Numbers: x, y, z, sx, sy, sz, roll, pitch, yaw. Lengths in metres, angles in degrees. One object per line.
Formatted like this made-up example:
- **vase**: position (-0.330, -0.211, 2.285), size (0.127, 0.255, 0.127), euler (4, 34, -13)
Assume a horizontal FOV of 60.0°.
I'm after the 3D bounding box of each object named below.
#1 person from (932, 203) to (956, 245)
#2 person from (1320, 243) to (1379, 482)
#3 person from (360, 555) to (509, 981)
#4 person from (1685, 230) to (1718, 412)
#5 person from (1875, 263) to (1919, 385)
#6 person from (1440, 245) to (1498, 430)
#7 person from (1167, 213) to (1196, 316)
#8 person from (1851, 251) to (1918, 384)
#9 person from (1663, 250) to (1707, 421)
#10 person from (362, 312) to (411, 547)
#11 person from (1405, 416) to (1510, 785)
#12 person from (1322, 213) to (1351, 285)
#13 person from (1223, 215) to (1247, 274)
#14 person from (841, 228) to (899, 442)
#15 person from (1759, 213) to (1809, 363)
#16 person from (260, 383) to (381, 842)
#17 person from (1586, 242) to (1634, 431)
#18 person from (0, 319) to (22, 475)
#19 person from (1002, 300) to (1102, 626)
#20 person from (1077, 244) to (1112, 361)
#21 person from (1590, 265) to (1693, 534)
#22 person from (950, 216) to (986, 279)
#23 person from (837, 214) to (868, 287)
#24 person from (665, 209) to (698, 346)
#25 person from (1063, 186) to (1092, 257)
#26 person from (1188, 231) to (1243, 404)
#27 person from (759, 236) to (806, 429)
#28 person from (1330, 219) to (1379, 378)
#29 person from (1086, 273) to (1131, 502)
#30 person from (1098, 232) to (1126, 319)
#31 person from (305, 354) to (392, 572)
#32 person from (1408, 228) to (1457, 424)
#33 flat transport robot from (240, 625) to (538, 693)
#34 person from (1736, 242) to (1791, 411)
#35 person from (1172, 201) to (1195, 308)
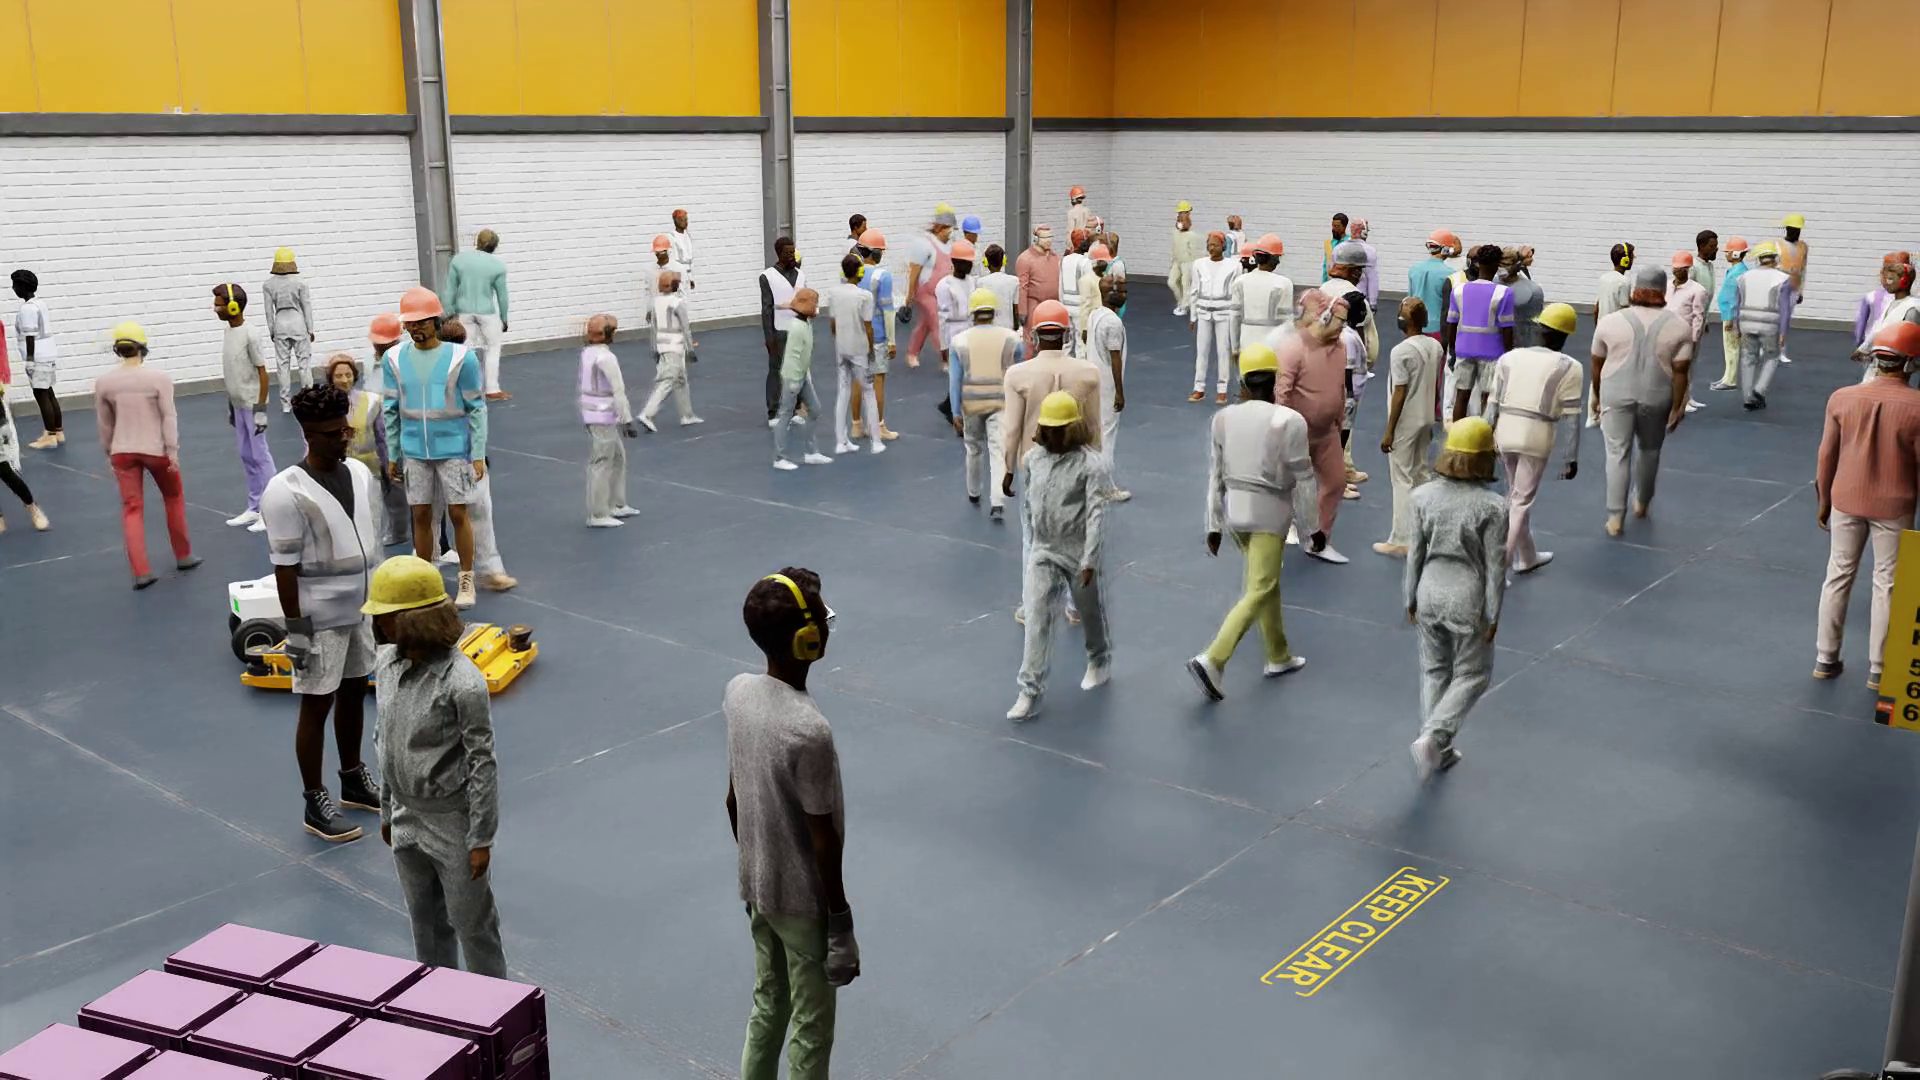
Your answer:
- **person**: position (-0.252, -4.228, 25.492), size (0.404, 1.830, 0.602), euler (0, 14, 1)
- **person**: position (3.323, -1.531, 14.290), size (0.536, 2.000, 0.688), euler (-4, 15, -16)
- **person**: position (-1.658, 0.890, 5.221), size (0.492, 1.742, 0.321), euler (9, 17, 32)
- **person**: position (7.857, -2.349, 17.808), size (0.398, 1.920, 0.590), euler (13, 19, 41)
- **person**: position (8.158, -1.483, 14.496), size (0.372, 1.843, 0.570), euler (3, 14, 11)
- **person**: position (5.103, -2.009, 16.602), size (0.627, 1.847, 0.429), euler (0, 14, 0)
- **person**: position (3.533, -4.395, 26.569), size (0.342, 1.617, 0.529), euler (-12, 18, -39)
- **person**: position (8.770, -1.779, 15.635), size (0.508, 1.863, 0.590), euler (13, 19, 43)
- **person**: position (7.380, -2.111, 17.193), size (0.332, 1.750, 0.563), euler (-9, 17, -32)
- **person**: position (-4.117, -0.788, 11.984), size (0.598, 1.725, 0.370), euler (12, 18, 39)
- **person**: position (2.245, 0.294, 7.646), size (0.488, 1.729, 0.579), euler (13, 19, 42)
- **person**: position (4.892, -3.239, 21.392), size (0.389, 1.911, 0.591), euler (-9, 17, -31)
- **person**: position (4.287, -4.241, 25.964), size (0.317, 1.630, 0.509), euler (12, 18, 40)
- **person**: position (-0.850, -1.964, 16.019), size (0.615, 2.041, 0.388), euler (10, 17, 36)
- **person**: position (10.574, -3.245, 21.395), size (0.615, 1.913, 0.484), euler (-2, 14, -9)
- **person**: position (-2.684, 0.295, 7.143), size (0.366, 1.964, 0.610), euler (5, 15, 18)
- **person**: position (6.524, -2.027, 16.618), size (0.335, 1.873, 0.521), euler (-3, 14, -12)
- **person**: position (-8.437, -1.406, 14.402), size (0.574, 1.742, 0.355), euler (12, 19, 41)
- **person**: position (0.549, -0.452, 10.077), size (0.619, 1.990, 0.395), euler (-3, 14, -11)
- **person**: position (1.489, -2.338, 18.098), size (0.342, 1.748, 0.572), euler (9, 17, 32)
- **person**: position (5.127, -1.115, 12.630), size (0.694, 2.000, 1.031), euler (5, 15, 18)
- **person**: position (0.120, -2.982, 20.326), size (0.414, 1.929, 0.626), euler (11, 18, 36)
- **person**: position (-1.360, -3.179, 21.163), size (0.392, 1.909, 0.585), euler (-3, 14, -11)
- **person**: position (-3.825, -3.578, 22.794), size (0.352, 1.881, 0.576), euler (6, 15, 21)
- **person**: position (1.965, -4.937, 27.998), size (0.382, 1.995, 0.612), euler (11, 18, 38)
- **person**: position (2.790, -2.435, 18.218), size (0.574, 1.885, 0.358), euler (6, 15, 24)
- **person**: position (-1.770, -2.091, 16.774), size (0.391, 1.920, 0.587), euler (11, 17, 36)
- **person**: position (4.778, -2.910, 20.072), size (0.408, 1.906, 0.653), euler (-12, 18, -40)
- **person**: position (1.190, -1.236, 13.512), size (0.325, 1.842, 0.516), euler (-5, 15, -20)
- **person**: position (1.682, -2.537, 18.725), size (0.345, 1.839, 0.507), euler (-3, 14, -11)
- **person**: position (-3.912, -0.402, 10.679), size (0.523, 1.599, 0.824), euler (-6, 15, -22)
- **person**: position (4.822, -2.174, 16.981), size (0.398, 1.987, 0.607), euler (-10, 17, -36)
- **flat transport robot**: position (-3.148, 0.636, 9.220), size (1.431, 0.197, 0.652), euler (1, 14, 4)
- **person**: position (8.520, -2.254, 17.680), size (0.427, 1.799, 0.606), euler (-12, 18, -39)
- **person**: position (3.737, -4.754, 27.747), size (0.338, 1.759, 0.528), euler (-3, 14, -13)
